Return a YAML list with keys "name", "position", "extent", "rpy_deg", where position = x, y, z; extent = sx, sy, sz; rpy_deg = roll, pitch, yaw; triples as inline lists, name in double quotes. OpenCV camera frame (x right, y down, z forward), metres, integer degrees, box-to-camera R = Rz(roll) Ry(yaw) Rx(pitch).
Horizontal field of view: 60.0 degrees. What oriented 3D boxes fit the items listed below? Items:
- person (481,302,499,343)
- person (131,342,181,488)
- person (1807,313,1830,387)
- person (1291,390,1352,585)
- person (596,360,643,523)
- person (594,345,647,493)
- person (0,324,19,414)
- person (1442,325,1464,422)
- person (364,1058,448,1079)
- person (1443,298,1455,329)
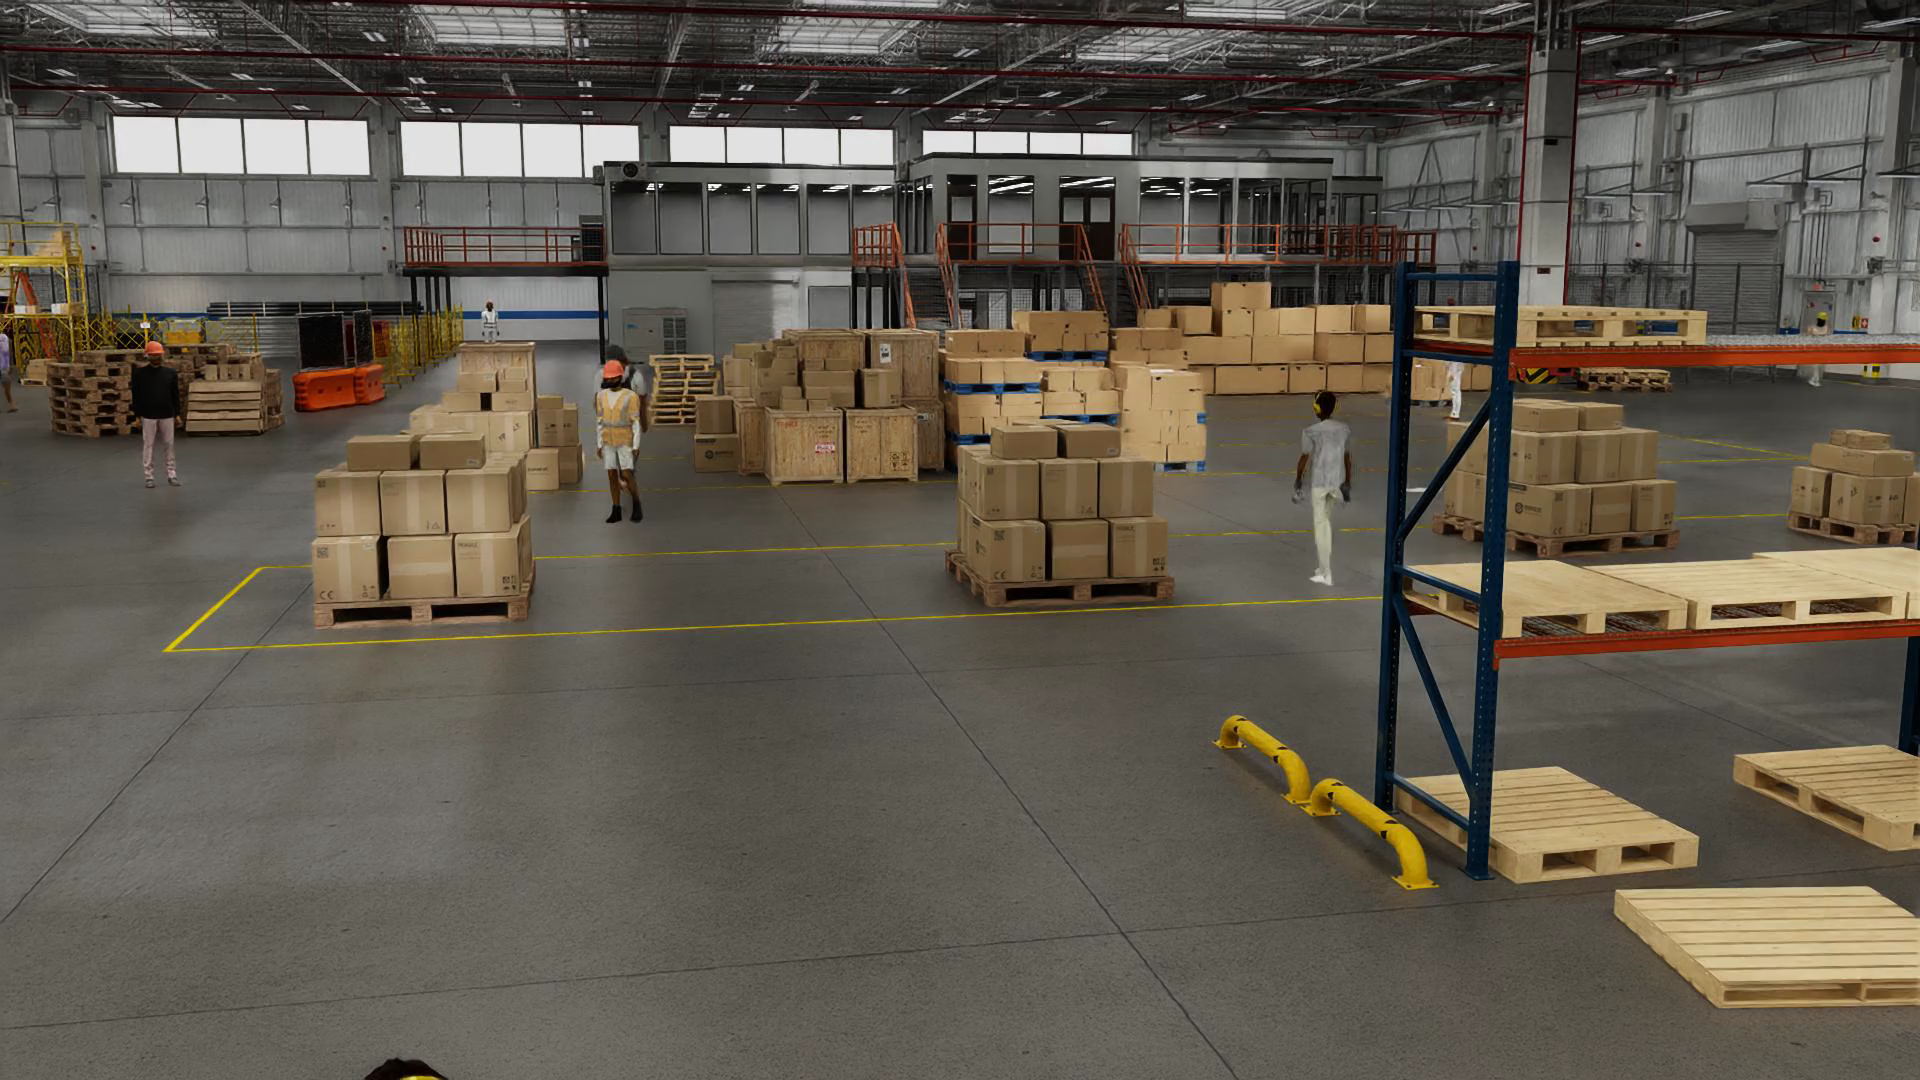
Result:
- name: "person"
  position: [-15.383, -6.862, 54.486]
  extent: [0.574, 1.881, 0.358]
  rpy_deg: [-6, 11, -34]
- name: "person"
  position: [-10.992, -1.716, 22.777]
  extent: [0.611, 1.994, 0.385]
  rpy_deg: [-7, 12, -38]
- name: "person"
  position: [21.757, -4.835, 42.203]
  extent: [0.601, 1.873, 0.942]
  rpy_deg: [-1, 9, -5]
- name: "person"
  position: [3.430, -0.507, 15.884]
  extent: [0.521, 1.846, 0.662]
  rpy_deg: [-3, 10, -19]
- name: "person"
  position: [-4.028, -1.146, 19.537]
  extent: [0.558, 1.927, 0.381]
  rpy_deg: [4, 10, 22]
- name: "person"
  position: [-4.583, -1.676, 22.391]
  extent: [0.677, 2.000, 1.071]
  rpy_deg: [1, 9, 7]
- name: "person"
  position: [-19.804, -3.600, 34.243]
  extent: [0.628, 1.993, 0.985]
  rpy_deg: [-1, 9, -6]
- name: "person"
  position: [9.617, -3.257, 32.364]
  extent: [0.373, 1.933, 0.627]
  rpy_deg: [4, 10, 21]
- name: "person"
  position: [-0.781, 1.674, 2.492]
  extent: [0.519, 1.874, 0.331]
  rpy_deg: [-7, 11, -35]
- name: "person"
  position: [17.332, -7.547, 58.456]
  extent: [0.659, 1.949, 0.746]
  rpy_deg: [5, 11, 28]
